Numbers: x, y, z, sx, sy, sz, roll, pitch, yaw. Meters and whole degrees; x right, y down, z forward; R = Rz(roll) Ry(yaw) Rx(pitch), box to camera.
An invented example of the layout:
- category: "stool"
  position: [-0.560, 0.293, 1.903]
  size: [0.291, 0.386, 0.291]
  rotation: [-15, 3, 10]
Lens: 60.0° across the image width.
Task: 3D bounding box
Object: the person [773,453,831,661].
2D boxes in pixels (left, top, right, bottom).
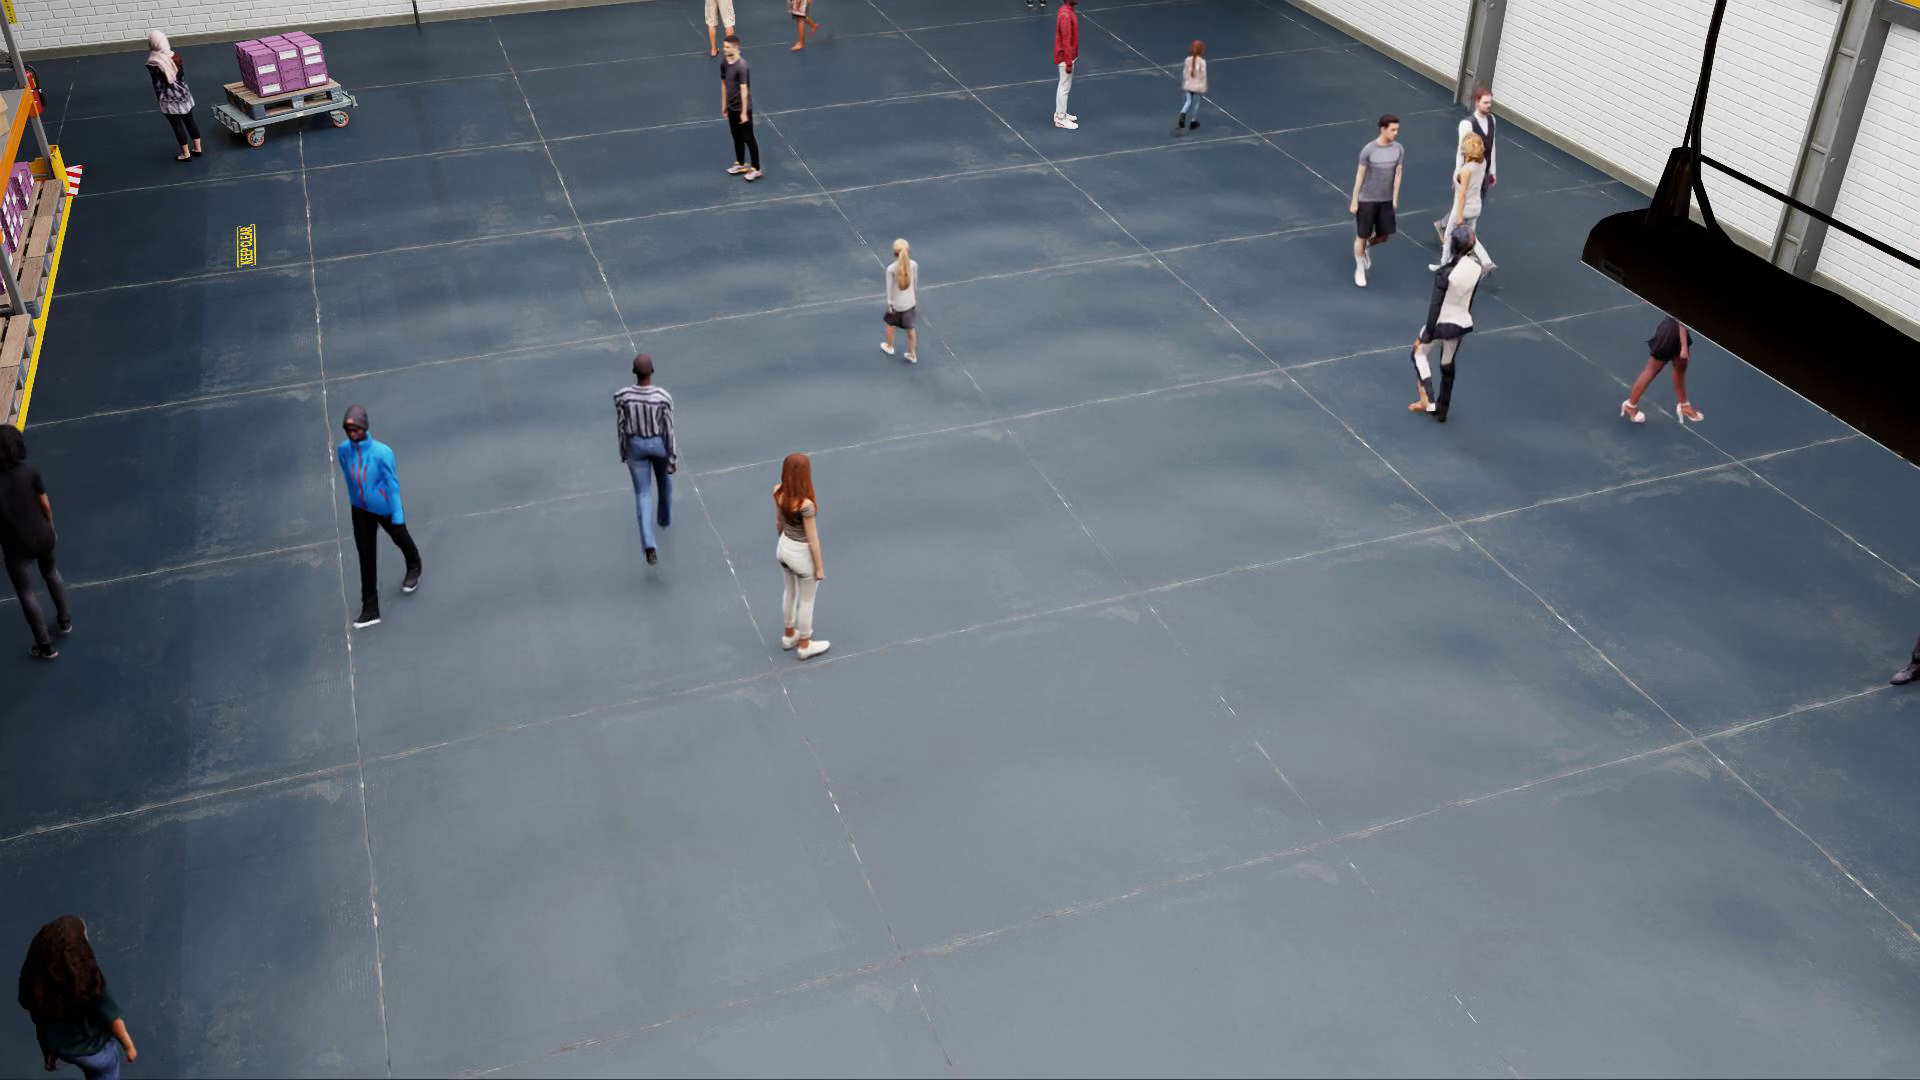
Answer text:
- category: "person"
  position: [-1.203, 0.120, 12.233]
  size: [0.602, 1.718, 0.729]
  rotation: [28, 43, 36]

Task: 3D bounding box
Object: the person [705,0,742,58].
- category: "person"
  position: [-3.546, -8.038, 24.375]
  size: [0.742, 1.863, 0.745]
  rotation: [6, 34, 8]

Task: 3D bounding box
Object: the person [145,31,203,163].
- category: "person"
  position: [-9.870, -5.579, 20.880]
  size: [0.806, 1.638, 0.752]
  rotation: [16, 37, 23]

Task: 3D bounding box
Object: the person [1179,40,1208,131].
- category: "person"
  position: [3.057, -5.966, 21.868]
  size: [0.677, 1.187, 0.706]
  rotation: [24, 40, 31]

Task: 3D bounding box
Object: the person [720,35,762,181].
- category: "person"
  position: [-2.699, -5.305, 20.356]
  size: [0.624, 1.760, 0.763]
  rotation: [28, 43, 36]

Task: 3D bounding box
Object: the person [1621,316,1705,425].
- category: "person"
  position: [6.369, -1.830, 15.127]
  size: [1.019, 1.763, 0.973]
  rotation: [13, 36, 19]

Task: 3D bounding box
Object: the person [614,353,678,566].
- category: "person"
  position: [-2.497, -0.624, 13.315]
  size: [0.793, 1.760, 1.185]
  rotation: [-4, 34, -7]

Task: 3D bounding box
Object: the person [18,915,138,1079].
- category: "person"
  position: [-4.535, 2.637, 8.558]
  size: [0.747, 1.594, 0.803]
  rotation: [4, 34, 5]

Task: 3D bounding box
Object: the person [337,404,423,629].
- category: "person"
  position: [-4.425, -0.264, 12.793]
  size: [1.014, 1.737, 1.256]
  rotation: [4, 34, 7]

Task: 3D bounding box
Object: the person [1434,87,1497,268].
- category: "person"
  position: [5.610, -4.051, 18.325]
  size: [0.860, 1.921, 1.128]
  rotation: [-23, 40, -30]

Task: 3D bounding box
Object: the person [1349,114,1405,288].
- category: "person"
  position: [4.416, -3.683, 17.832]
  size: [0.801, 1.854, 0.876]
  rotation: [-3, 34, -4]

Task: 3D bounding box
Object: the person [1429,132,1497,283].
- category: "person"
  position: [5.487, -3.522, 17.785]
  size: [0.827, 1.638, 1.073]
  rotation: [-25, 41, -33]

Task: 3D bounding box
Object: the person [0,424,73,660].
- category: "person"
  position: [-6.872, 0.027, 12.306]
  size: [0.876, 1.792, 0.827]
  rotation: [19, 38, 26]

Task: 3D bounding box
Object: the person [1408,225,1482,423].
- category: "person"
  position: [4.484, -1.912, 15.146]
  size: [0.725, 1.878, 0.667]
  rotation: [-14, 36, -21]

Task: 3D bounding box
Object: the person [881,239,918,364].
- category: "person"
  position: [-0.540, -2.324, 16.326]
  size: [0.547, 1.258, 0.713]
  rotation: [-14, 36, -20]

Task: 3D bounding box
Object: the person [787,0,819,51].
- category: "person"
  position: [-2.306, -8.149, 24.758]
  size: [0.920, 1.625, 0.919]
  rotation: [-29, 43, -36]

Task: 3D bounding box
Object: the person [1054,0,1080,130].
- category: "person"
  position: [1.390, -6.388, 21.932]
  size: [0.806, 1.819, 0.676]
  rotation: [2, 34, 3]

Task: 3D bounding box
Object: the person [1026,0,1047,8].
- category: "person"
  position: [1.227, -9.319, 26.678]
  size: [0.572, 1.448, 0.562]
  rotation: [-2, 34, -2]
